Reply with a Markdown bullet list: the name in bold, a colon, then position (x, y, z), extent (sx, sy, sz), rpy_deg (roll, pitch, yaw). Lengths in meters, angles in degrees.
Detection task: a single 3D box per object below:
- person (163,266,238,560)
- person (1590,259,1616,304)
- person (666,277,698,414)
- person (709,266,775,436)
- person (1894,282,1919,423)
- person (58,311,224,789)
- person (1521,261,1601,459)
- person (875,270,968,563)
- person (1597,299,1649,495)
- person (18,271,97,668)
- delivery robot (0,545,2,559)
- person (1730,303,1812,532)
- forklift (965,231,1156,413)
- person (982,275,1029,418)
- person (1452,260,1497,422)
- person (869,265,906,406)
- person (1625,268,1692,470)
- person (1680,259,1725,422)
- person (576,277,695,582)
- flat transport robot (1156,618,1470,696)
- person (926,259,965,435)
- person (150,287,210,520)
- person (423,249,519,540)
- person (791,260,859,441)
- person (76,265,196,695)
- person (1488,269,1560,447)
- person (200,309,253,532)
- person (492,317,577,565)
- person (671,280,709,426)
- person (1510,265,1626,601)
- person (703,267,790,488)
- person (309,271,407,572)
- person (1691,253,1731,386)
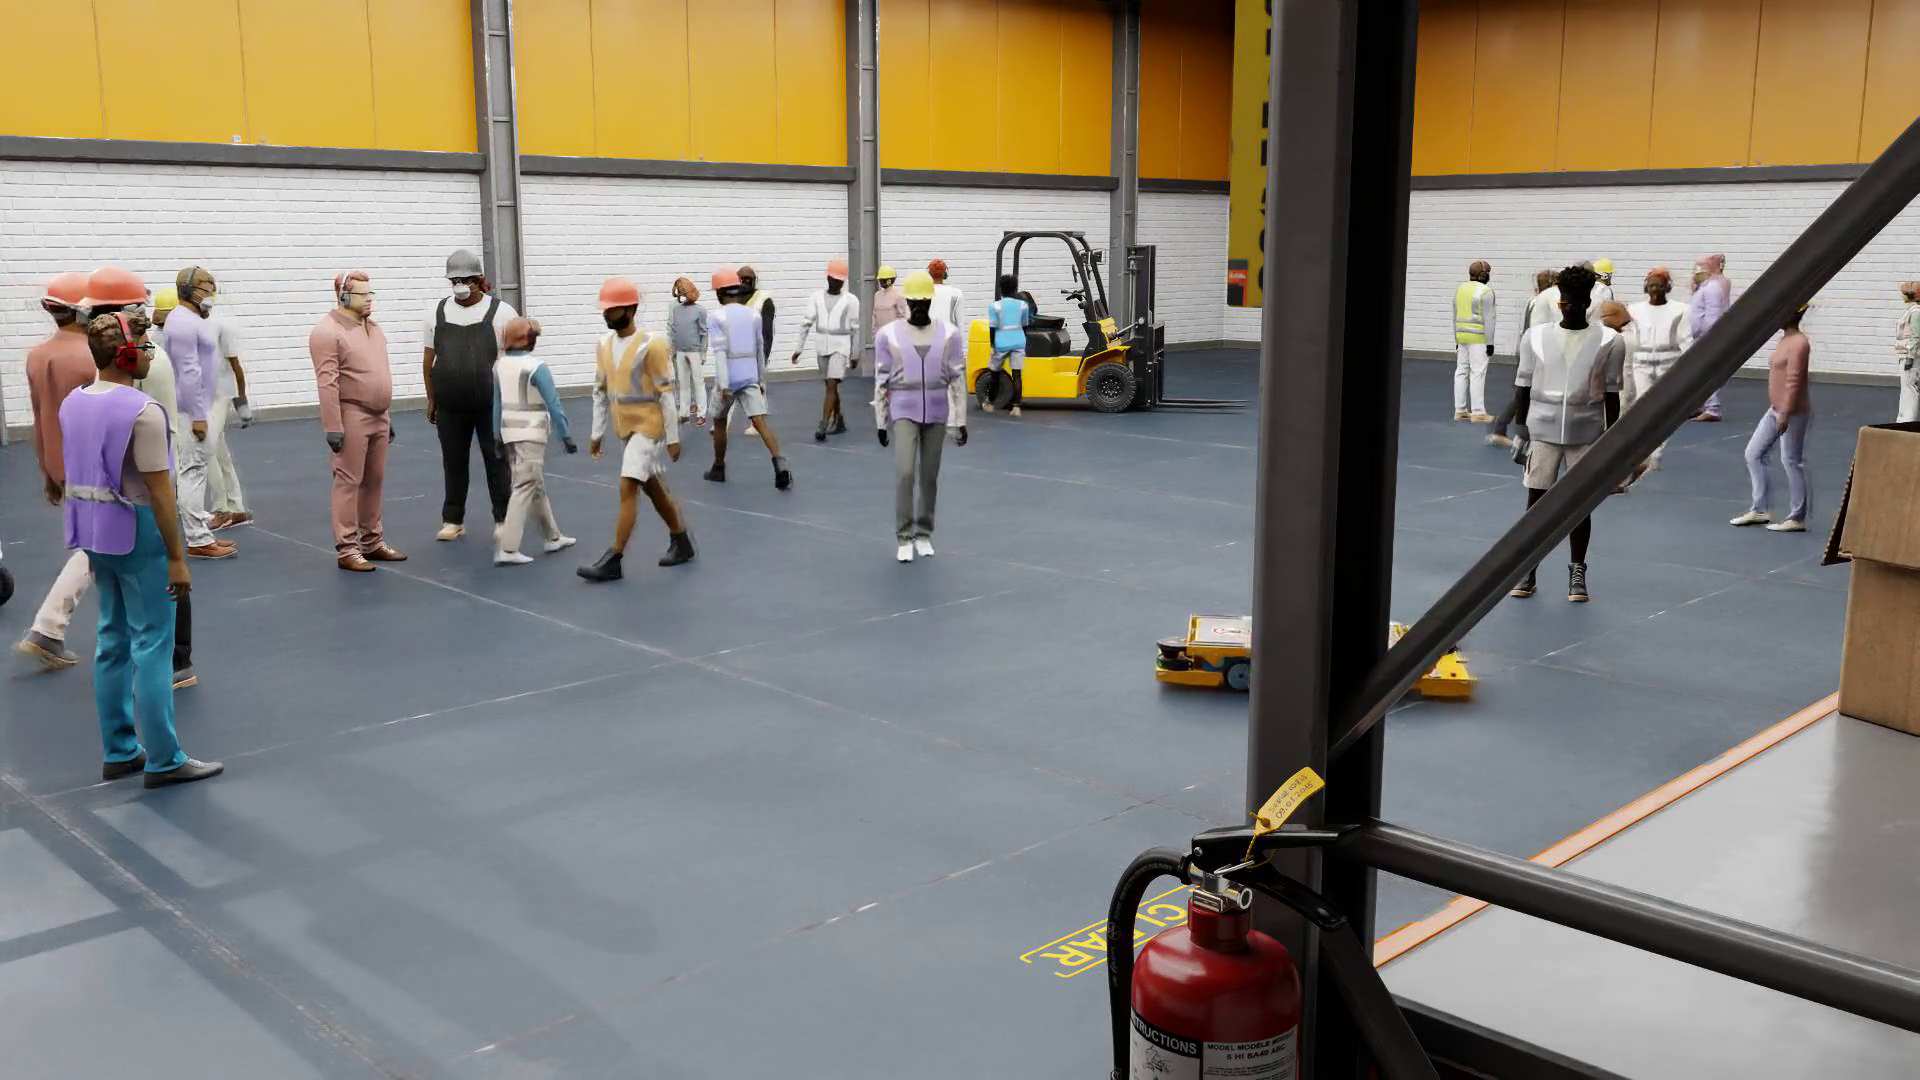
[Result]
- **person**: position (-5.050, -0.837, 11.010), extent (0.377, 1.933, 0.628), rpy_deg (-4, 11, -21)
- **person**: position (8.081, -2.628, 21.040), extent (0.403, 1.833, 0.586), rpy_deg (-2, 11, -11)
- **person**: position (-3.321, -2.332, 19.965), extent (0.500, 1.636, 0.284), rpy_deg (6, 12, 31)
- **person**: position (-2.291, -1.952, 17.449), extent (0.645, 1.798, 0.910), rpy_deg (4, 11, 19)
- **person**: position (10.252, -1.966, 17.970), extent (0.313, 1.637, 0.513), rpy_deg (4, 11, 23)
- **person**: position (-3.210, 0.045, 6.426), extent (0.570, 1.845, 0.380), rpy_deg (6, 12, 29)
- **person**: position (5.760, -1.713, 15.920), extent (0.706, 1.889, 0.423), rpy_deg (1, 10, 4)
- **person**: position (-0.238, -0.798, 10.887), extent (0.588, 1.904, 0.721), rpy_deg (-2, 11, -12)
- **person**: position (5.429, -1.168, 13.667), extent (0.450, 1.608, 0.541), rpy_deg (1, 10, 7)
- **person**: position (-4.415, -0.365, 8.366), extent (0.632, 1.960, 0.960), rpy_deg (6, 12, 29)
- **delivery robot**: position (-5.745, 0.131, 9.228), extent (0.707, 0.478, 0.477), rpy_deg (-3, 11, -14)
- **person**: position (5.852, -0.922, 11.951), extent (0.628, 1.740, 0.559), rpy_deg (2, 11, 11)
- **forklift**: position (1.222, -2.721, 20.561), extent (2.313, 2.155, 1.214), rpy_deg (2, 11, 13)
- **person**: position (0.538, -2.285, 19.645), extent (0.542, 1.666, 0.741), rpy_deg (-3, 11, -17)
- **person**: position (5.922, -2.277, 19.106), extent (0.430, 1.845, 0.621), rpy_deg (-4, 11, -21)
- **person**: position (-0.905, -2.551, 20.810), extent (0.523, 1.768, 0.325), rpy_deg (9, 14, 40)
- **person**: position (6.212, -1.495, 14.865), extent (0.594, 1.831, 0.982), rpy_deg (6, 12, 29)
- **person**: position (8.608, -2.313, 19.270), extent (0.414, 1.864, 0.673), rpy_deg (2, 11, 9)
- **person**: position (-2.024, -0.708, 10.472), extent (0.557, 1.881, 0.994), rpy_deg (9, 13, 39)
- **flat transport robot**: position (1.678, 0.543, 8.014), extent (1.431, 0.197, 0.652), rpy_deg (2, 11, 9)
- **person**: position (-0.237, -2.058, 17.799), extent (0.574, 1.883, 0.355), rpy_deg (-2, 11, -9)
- **person**: position (-5.844, -1.009, 12.456), extent (0.487, 1.746, 0.287), rpy_deg (8, 13, 36)
- **person**: position (-3.408, -1.000, 11.596), extent (0.688, 2.000, 0.537), rpy_deg (0, 10, -2)
- **person**: position (-1.373, -1.996, 17.490), extent (0.637, 1.877, 1.000), rpy_deg (3, 11, 17)
- **person**: position (-3.853, -0.276, 7.775), extent (0.611, 1.994, 0.377), rpy_deg (9, 14, 40)
- **person**: position (5.790, -1.800, 16.641), extent (0.962, 1.803, 0.533), rpy_deg (0, 10, -2)
- **person**: position (-5.433, -0.972, 11.953), extent (0.563, 1.845, 0.650), rpy_deg (6, 12, 29)
- **person**: position (-2.803, -0.654, 10.908), extent (0.523, 1.603, 0.744), rpy_deg (9, 14, 40)
- **person**: position (-3.044, -2.100, 18.707), extent (0.498, 1.633, 0.283), rpy_deg (6, 12, 29)
- **person**: position (3.540, -0.617, 9.731), extent (0.603, 1.958, 0.380), rpy_deg (4, 11, 23)
- **person**: position (-1.849, -1.372, 14.105), extent (0.553, 1.881, 1.058), rpy_deg (-8, 13, -37)
- **person**: position (-3.840, -0.762, 10.670), extent (0.409, 1.905, 0.652), rpy_deg (3, 11, 13)
- **person**: position (10.519, -3.089, 23.416), extent (0.763, 1.886, 0.648), rpy_deg (-6, 12, -29)
